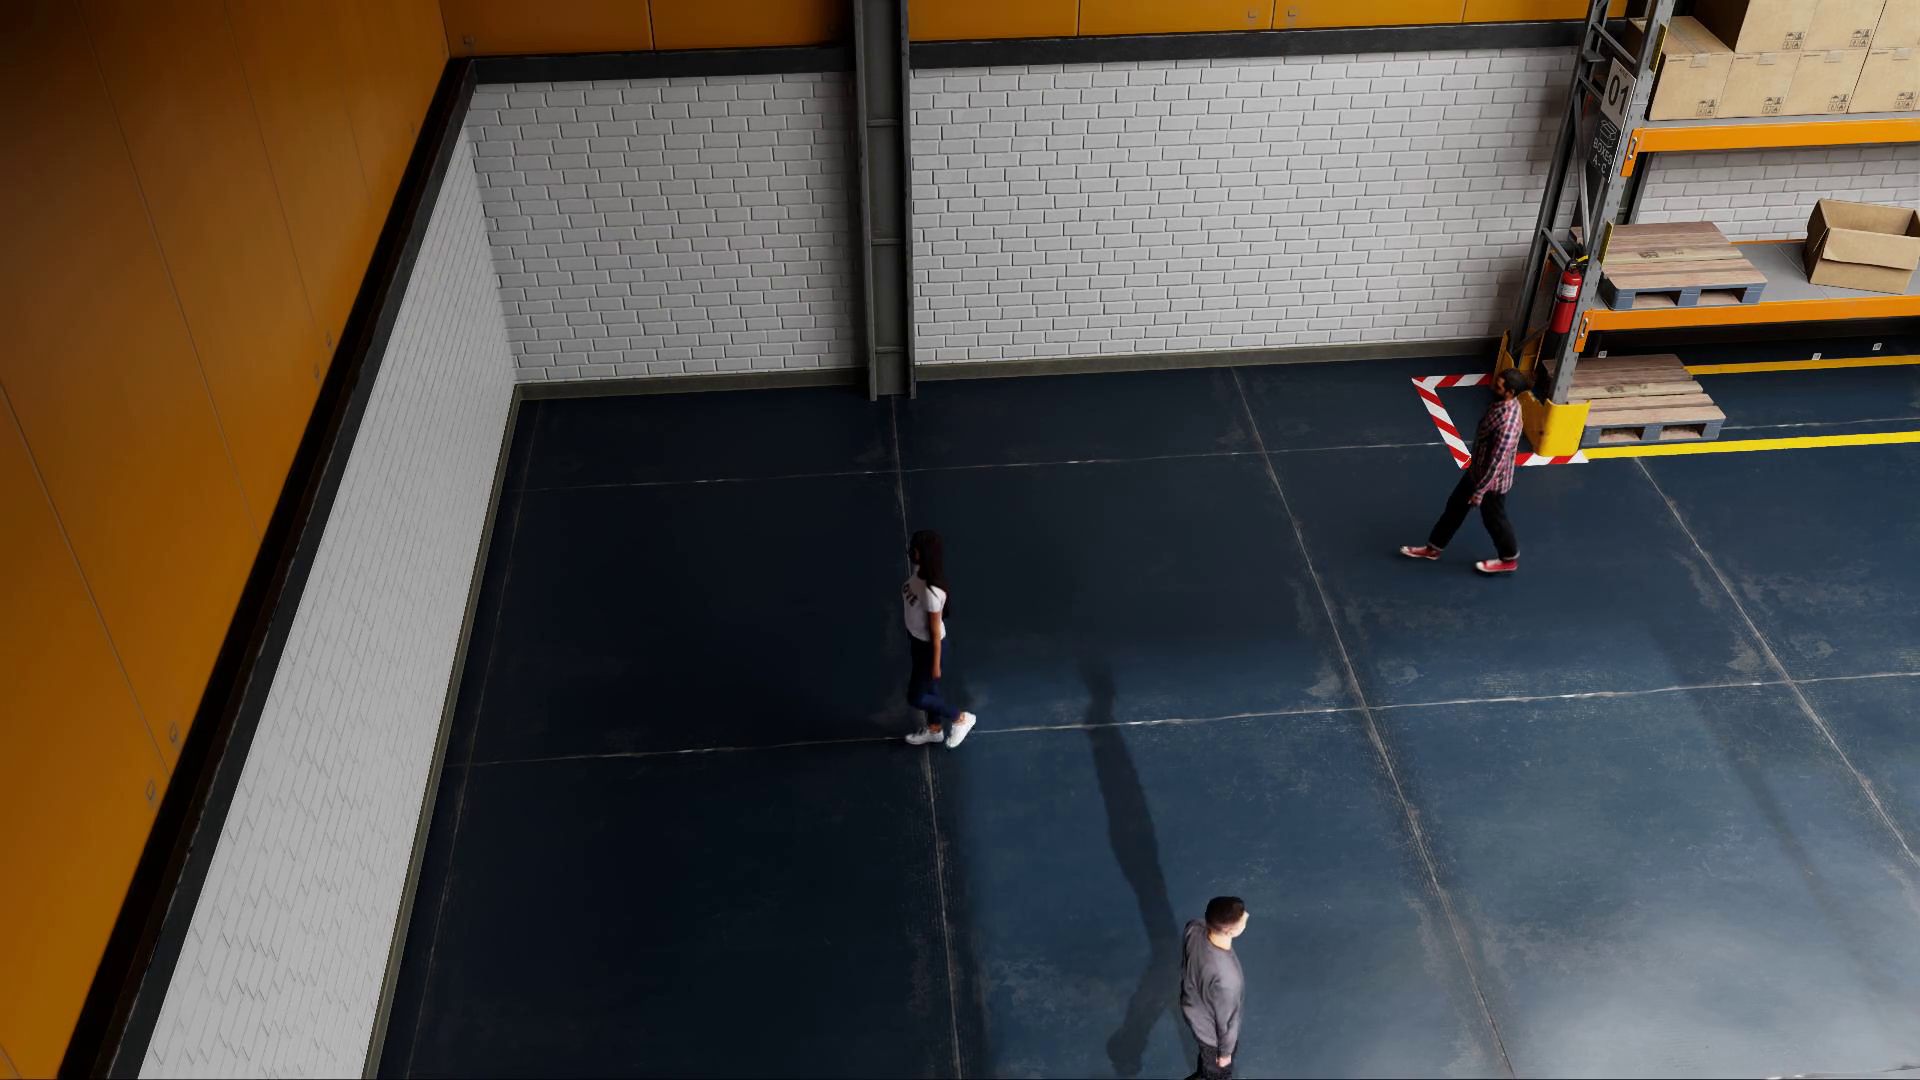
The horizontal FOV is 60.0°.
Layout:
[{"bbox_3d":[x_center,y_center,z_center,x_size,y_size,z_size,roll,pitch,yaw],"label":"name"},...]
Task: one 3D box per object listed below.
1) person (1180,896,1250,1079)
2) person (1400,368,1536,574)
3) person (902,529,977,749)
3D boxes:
[{"bbox_3d":[1.180,2.410,8.308,1.040,1.742,0.782,-13,41,-16],"label":"person"},{"bbox_3d":[3.861,-0.449,11.906,1.134,1.719,0.830,3,39,4],"label":"person"},{"bbox_3d":[-0.119,0.650,10.492,0.719,1.766,0.640,-8,39,-9],"label":"person"}]
